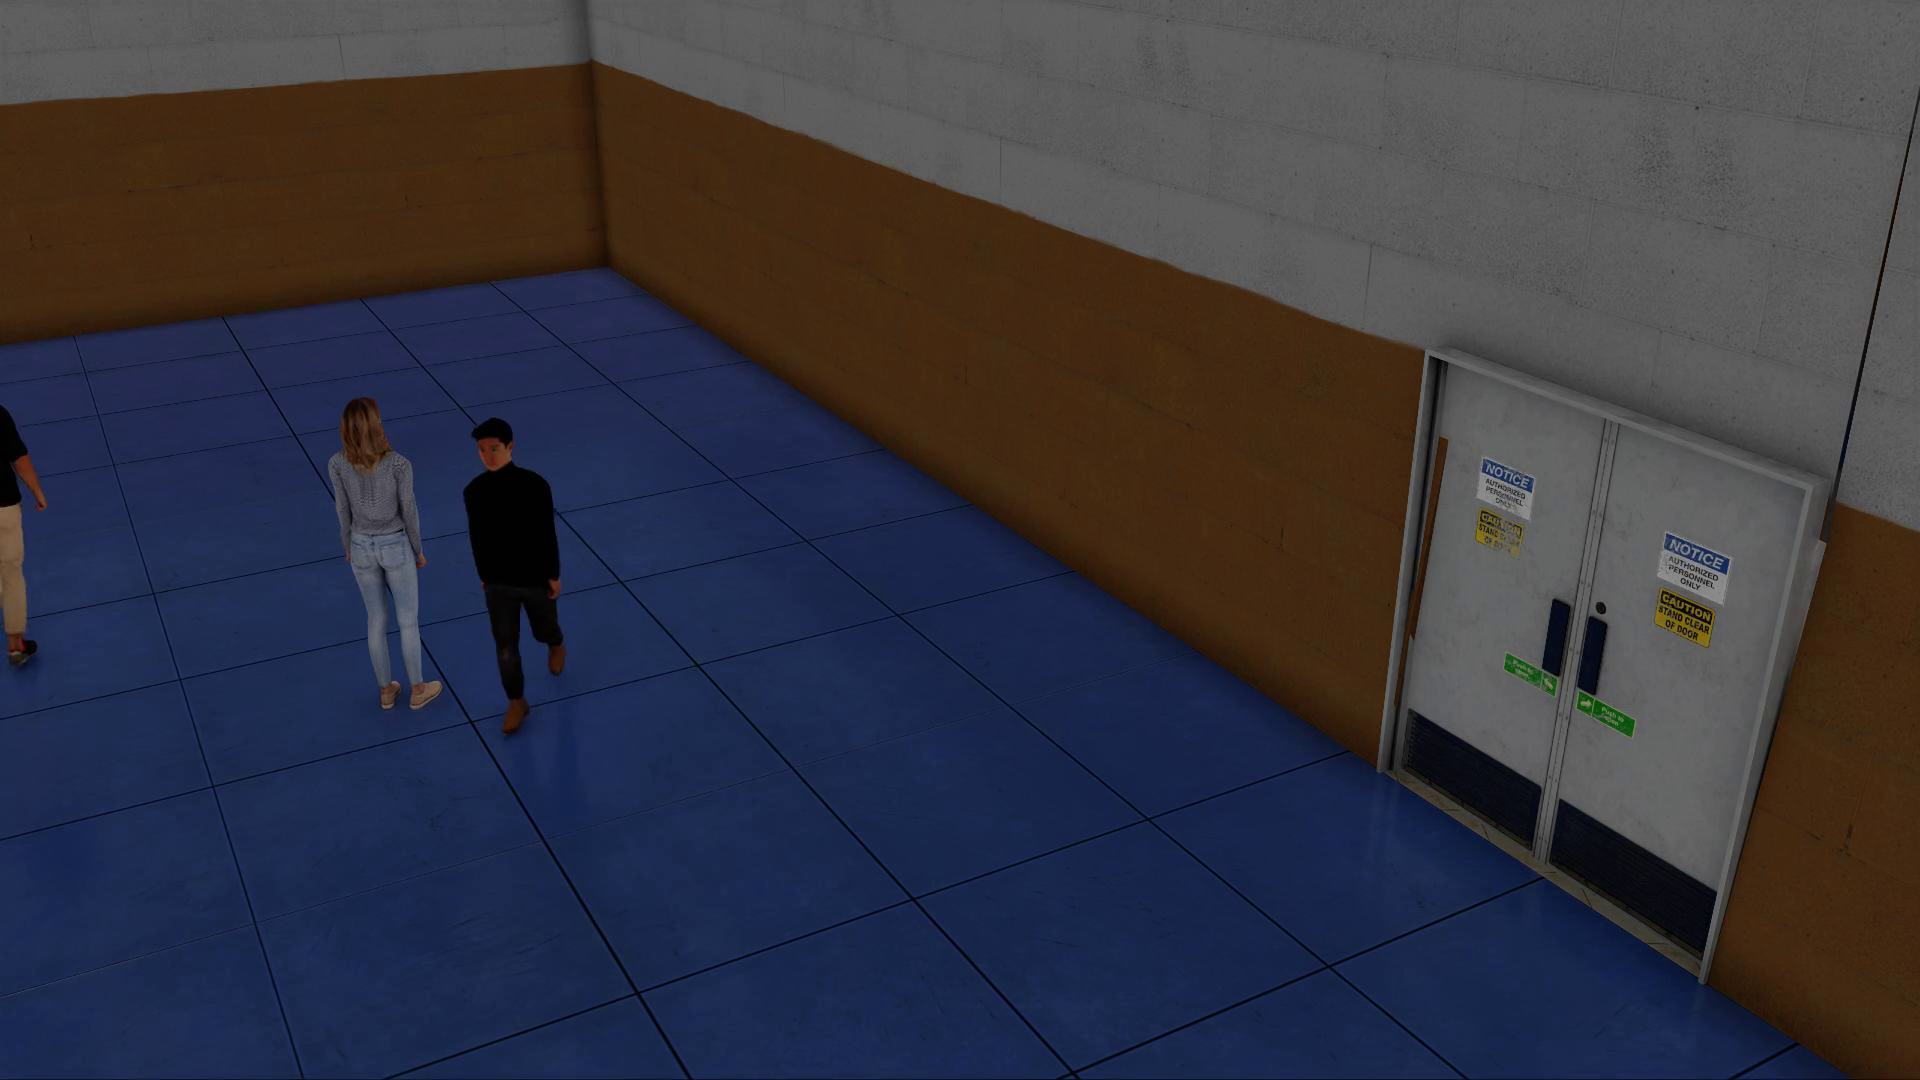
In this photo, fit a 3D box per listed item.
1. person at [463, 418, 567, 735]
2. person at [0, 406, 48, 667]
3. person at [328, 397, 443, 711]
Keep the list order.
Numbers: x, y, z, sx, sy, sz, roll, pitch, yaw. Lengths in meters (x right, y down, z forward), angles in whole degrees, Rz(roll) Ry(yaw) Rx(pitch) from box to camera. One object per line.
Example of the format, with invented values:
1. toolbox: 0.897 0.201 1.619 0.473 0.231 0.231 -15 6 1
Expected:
1. person: -2.372 0.150 9.023 1.045 1.695 0.995 0 24 0
2. person: -5.580 -0.144 9.508 1.113 1.819 0.935 -6 24 -14
3. person: -3.146 0.078 9.062 0.611 1.795 0.721 1 24 2
